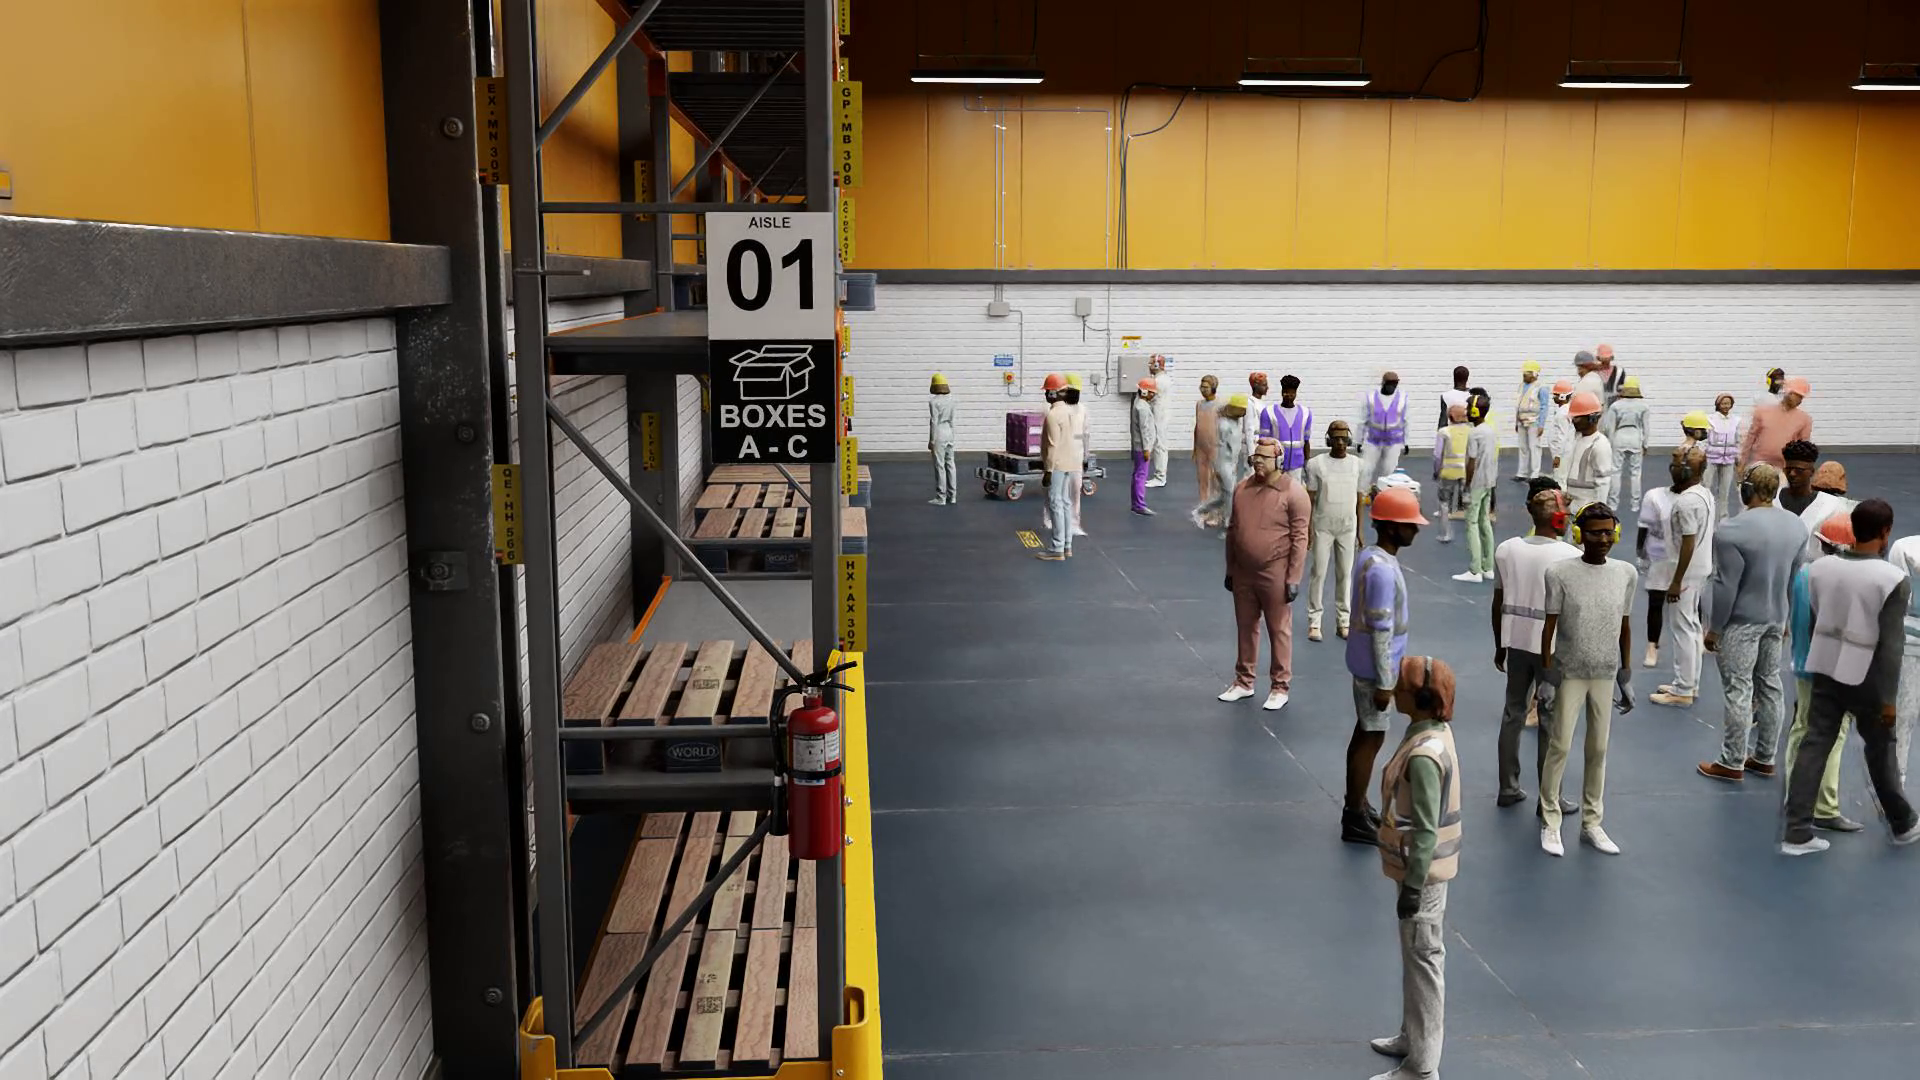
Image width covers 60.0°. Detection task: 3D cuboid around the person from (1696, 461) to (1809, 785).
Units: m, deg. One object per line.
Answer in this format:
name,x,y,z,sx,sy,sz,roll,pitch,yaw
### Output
person,4.722,0.494,9.935,0.631,1.940,0.372,-3,10,-21

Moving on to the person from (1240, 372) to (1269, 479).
person,3.534,-1.060,19.871,0.356,1.883,0.573,4,10,23

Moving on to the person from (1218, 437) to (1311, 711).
person,2.122,0.228,11.689,0.643,1.913,0.410,9,12,43

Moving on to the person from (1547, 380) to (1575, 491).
person,7.344,-1.076,20.371,0.330,1.751,0.564,4,10,24

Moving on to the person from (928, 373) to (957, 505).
person,-0.261,-1.341,22.074,0.323,1.741,0.491,7,11,37

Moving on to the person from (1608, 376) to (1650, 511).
person,8.615,-1.240,21.458,0.489,1.738,0.318,3,10,21

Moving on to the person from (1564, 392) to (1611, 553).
person,5.348,-0.255,14.317,0.379,2.038,0.615,0,9,1

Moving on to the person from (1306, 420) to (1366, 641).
person,3.113,-0.077,13.811,0.506,1.846,0.345,-1,9,-5

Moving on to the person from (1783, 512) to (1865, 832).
person,4.789,0.712,9.141,0.330,1.751,0.564,-1,9,-4

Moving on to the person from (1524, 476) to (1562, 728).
person,3.897,0.414,11.195,0.318,1.697,0.533,3,9,17

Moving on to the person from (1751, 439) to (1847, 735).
person,5.500,0.310,11.020,0.603,1.961,0.368,8,12,40

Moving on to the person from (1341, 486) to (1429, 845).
person,2.266,0.668,8.896,0.405,1.928,0.545,2,9,12

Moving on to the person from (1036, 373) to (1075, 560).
person,1.024,-0.781,17.764,0.386,1.992,0.624,4,10,23

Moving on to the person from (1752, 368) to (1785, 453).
person,10.349,-1.269,21.271,0.498,1.861,0.326,-2,9,-10

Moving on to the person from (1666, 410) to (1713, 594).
person,6.898,-0.343,15.734,0.326,1.767,0.533,4,10,23

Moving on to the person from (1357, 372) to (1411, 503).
person,5.472,-1.278,21.512,0.689,1.812,0.485,2,9,13

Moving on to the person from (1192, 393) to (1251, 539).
person,3.016,-0.856,19.160,0.643,1.711,0.494,5,11,31

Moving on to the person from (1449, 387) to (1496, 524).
person,6.272,-1.036,20.361,0.693,1.672,0.535,8,12,41

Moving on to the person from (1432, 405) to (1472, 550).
person,5.522,-0.703,18.541,0.525,1.581,0.794,0,9,-2

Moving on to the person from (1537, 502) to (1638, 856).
person,3.285,0.724,8.707,0.513,1.872,0.328,-1,9,-4

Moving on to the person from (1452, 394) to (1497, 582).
person,5.133,-0.510,16.497,0.523,1.860,0.320,-9,13,-44

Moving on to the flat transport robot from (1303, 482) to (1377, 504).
flat transport robot,4.948,-0.649,22.328,1.431,0.197,0.652,3,9,16

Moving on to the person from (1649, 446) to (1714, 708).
person,5.103,0.256,11.717,0.329,1.844,0.516,6,11,35

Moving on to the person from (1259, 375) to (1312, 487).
person,3.566,-0.836,18.223,0.604,1.959,0.379,-1,9,-9

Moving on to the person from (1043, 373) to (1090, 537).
person,1.240,-0.996,19.387,0.604,1.907,0.541,-5,10,-30

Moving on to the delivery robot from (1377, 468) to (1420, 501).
delivery robot,5.618,-0.672,21.295,0.477,0.478,0.707,-1,9,-7

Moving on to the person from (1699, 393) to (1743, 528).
person,9.038,-0.928,19.794,0.512,1.641,0.309,0,9,-1

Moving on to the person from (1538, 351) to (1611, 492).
person,8.723,-1.695,23.362,0.995,2.000,0.700,4,10,25

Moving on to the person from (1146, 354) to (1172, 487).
person,2.816,-1.710,23.872,0.407,1.910,0.639,3,9,15

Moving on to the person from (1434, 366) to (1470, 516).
person,6.247,-1.221,20.810,0.605,1.907,0.405,-3,9,-17

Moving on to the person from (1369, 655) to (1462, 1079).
person,1.712,1.232,6.220,0.306,1.645,0.522,3,9,16

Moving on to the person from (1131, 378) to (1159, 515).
person,2.341,-1.188,21.104,0.337,1.742,0.561,0,9,-3

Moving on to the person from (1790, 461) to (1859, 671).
person,6.566,0.213,12.655,0.505,1.633,0.279,7,11,36

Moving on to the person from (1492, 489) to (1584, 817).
person,3.250,0.633,9.360,0.373,1.841,0.570,-7,12,-39

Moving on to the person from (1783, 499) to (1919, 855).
person,4.763,0.717,8.723,0.974,1.868,0.608,-4,10,-23

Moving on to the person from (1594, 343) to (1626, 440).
person,9.963,-2.055,25.751,0.625,2.012,0.836,3,9,17

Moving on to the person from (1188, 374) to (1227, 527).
person,3.023,-1.083,20.137,0.325,1.842,0.516,-7,12,-39

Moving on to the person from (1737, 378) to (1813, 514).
person,8.814,-0.787,17.991,0.694,1.937,0.403,3,9,15

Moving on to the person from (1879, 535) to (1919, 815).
person,5.444,0.628,9.267,0.573,1.883,0.355,3,9,18

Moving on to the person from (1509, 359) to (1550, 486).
person,8.235,-1.702,24.059,0.404,1.829,0.600,-3,10,-19

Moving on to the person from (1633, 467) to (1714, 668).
person,5.576,0.135,13.038,0.584,1.676,0.698,4,10,21
